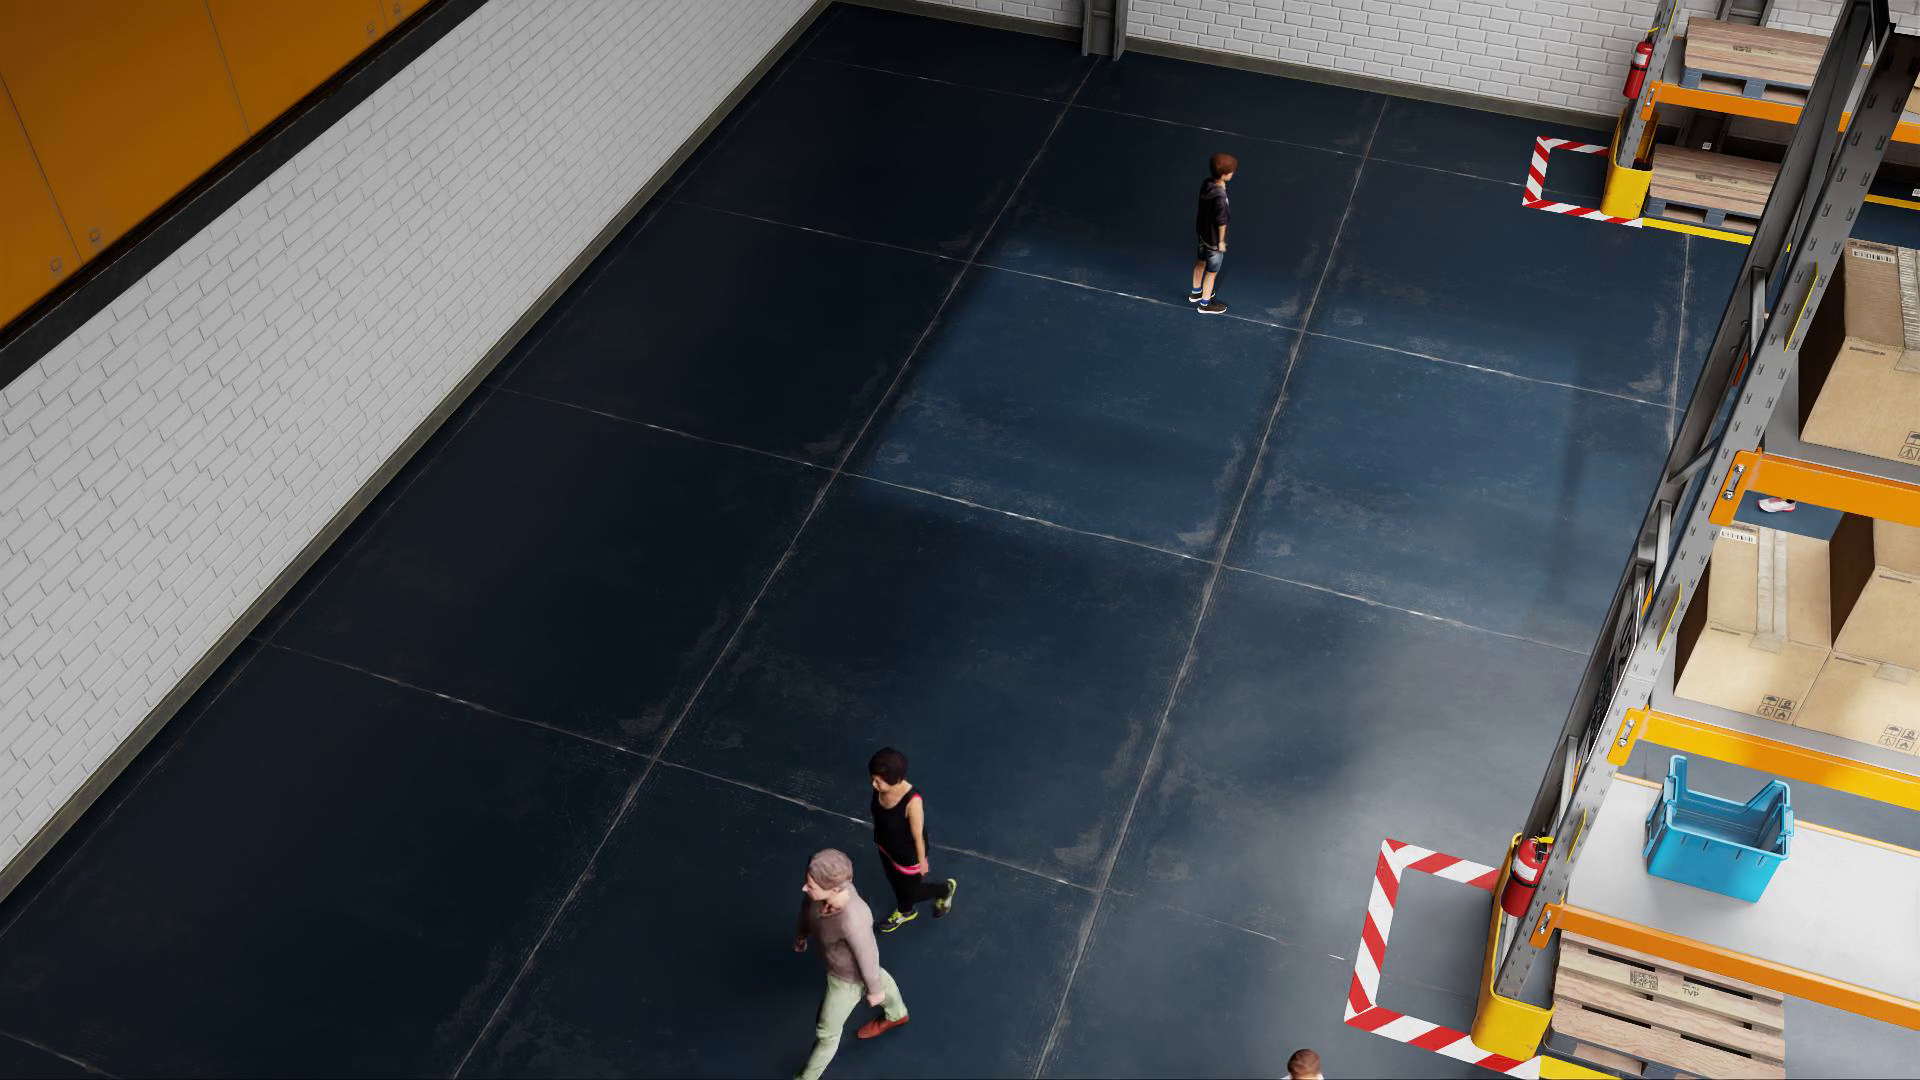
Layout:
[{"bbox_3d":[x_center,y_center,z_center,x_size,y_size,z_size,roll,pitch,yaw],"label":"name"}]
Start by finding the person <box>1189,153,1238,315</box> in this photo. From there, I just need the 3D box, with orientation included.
[{"bbox_3d":[2.105,-2.565,13.853,0.667,1.451,0.626,-11,45,-12],"label":"person"}]

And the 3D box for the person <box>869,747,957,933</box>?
[{"bbox_3d":[-0.267,1.664,9.351,0.804,1.537,0.759,-31,52,-29],"label":"person"}]

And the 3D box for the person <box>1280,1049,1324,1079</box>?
[{"bbox_3d":[1.695,2.878,8.453,0.462,1.019,0.536,-12,45,-12],"label":"person"}]

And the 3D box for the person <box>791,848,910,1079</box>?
[{"bbox_3d":[-0.495,2.158,8.622,1.252,1.828,1.208,-20,47,-19],"label":"person"}]
